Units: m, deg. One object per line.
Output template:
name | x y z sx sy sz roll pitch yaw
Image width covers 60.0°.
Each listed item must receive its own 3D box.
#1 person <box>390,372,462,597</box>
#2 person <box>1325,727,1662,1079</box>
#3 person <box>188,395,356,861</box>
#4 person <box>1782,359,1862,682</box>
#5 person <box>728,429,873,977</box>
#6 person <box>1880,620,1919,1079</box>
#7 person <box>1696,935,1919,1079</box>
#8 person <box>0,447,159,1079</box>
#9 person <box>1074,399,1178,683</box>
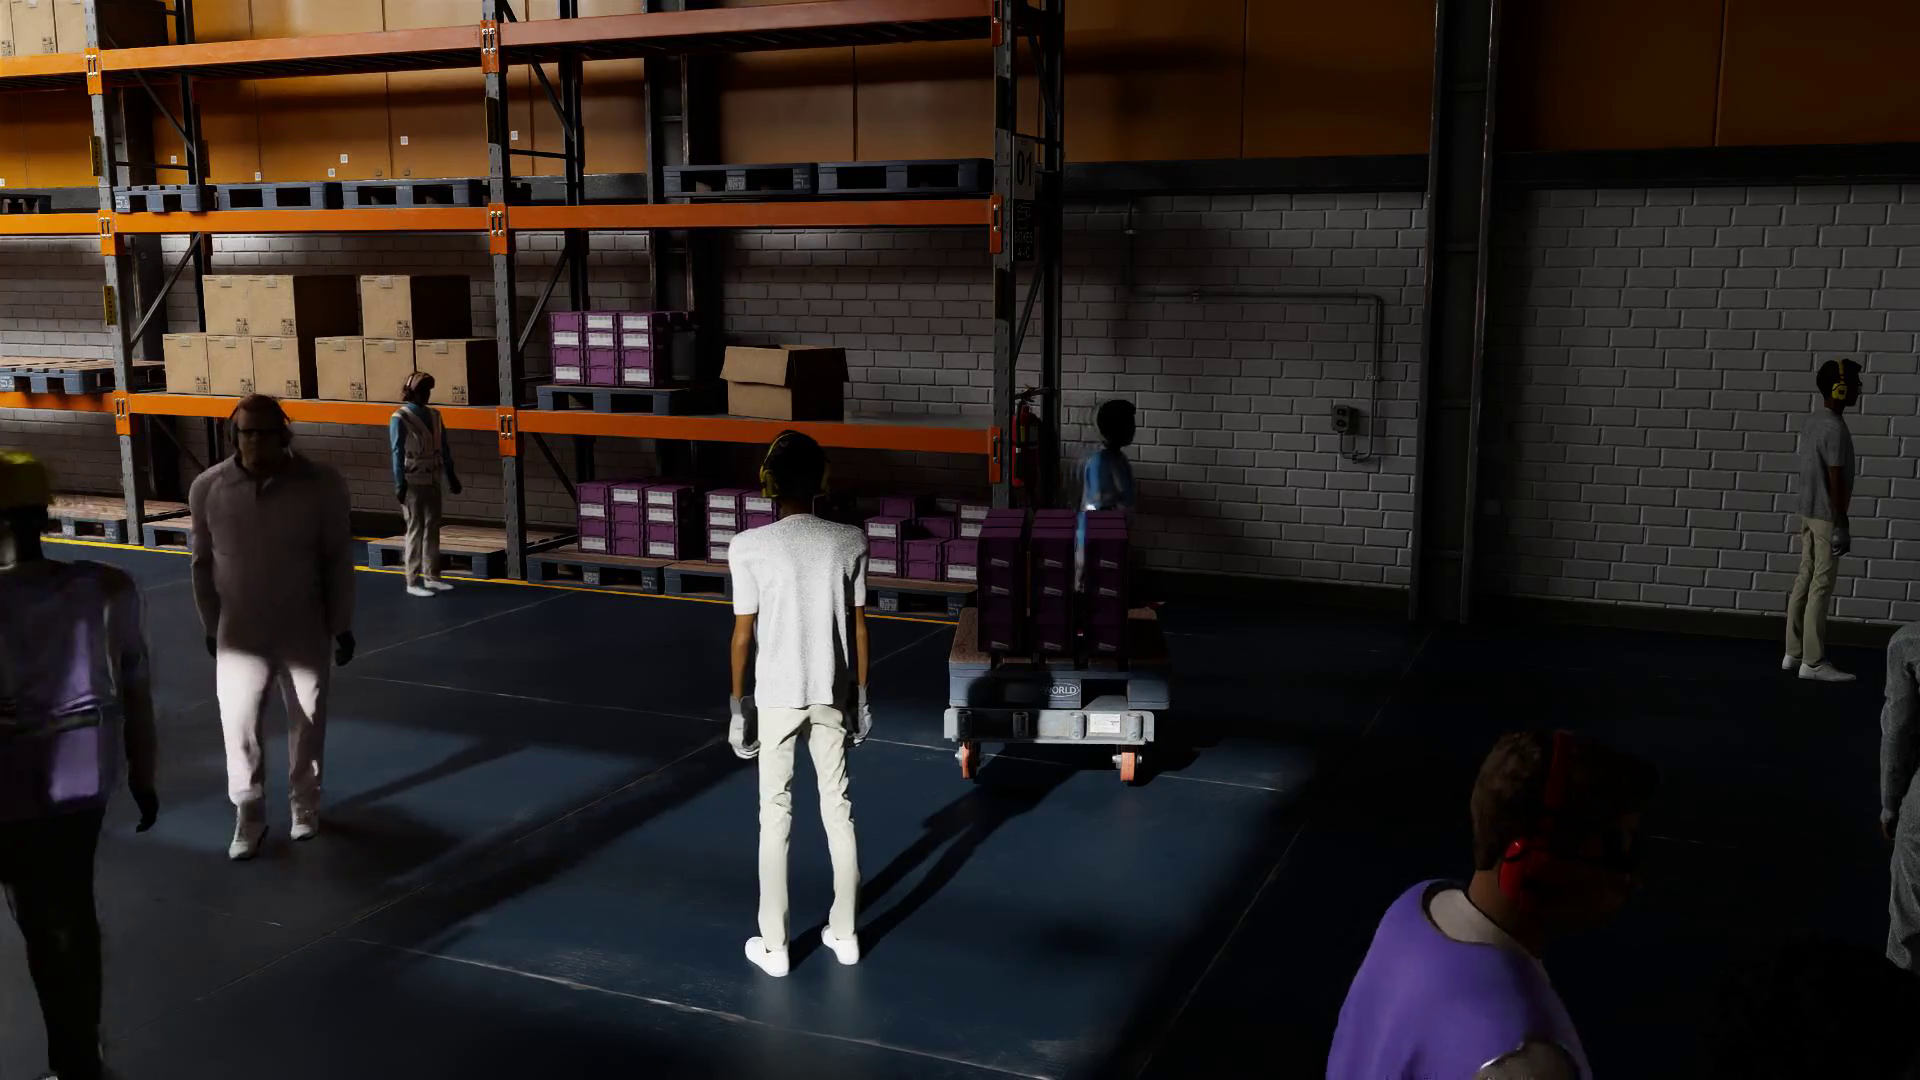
person | -3.921 -0.411 12.150 0.353 1.636 0.533 3 10 19
person | 0.571 1.139 2.359 0.680 1.811 0.609 0 9 -3
person | -2.807 0.352 6.818 0.649 1.884 0.663 -3 10 -16
person | 5.052 -0.117 9.686 0.328 1.872 0.513 1 10 5
person | -0.541 0.557 5.688 0.514 1.861 0.316 -4 10 -22
person | 2.856 0.779 4.694 0.487 1.746 0.288 7 12 37
person | 0.902 1.272 1.910 0.320 1.688 0.531 -3 10 -16
person | -2.662 0.688 4.731 0.653 1.907 0.609 6 11 32
person | 0.810 0.004 9.595 0.832 1.653 0.520 5 11 28
